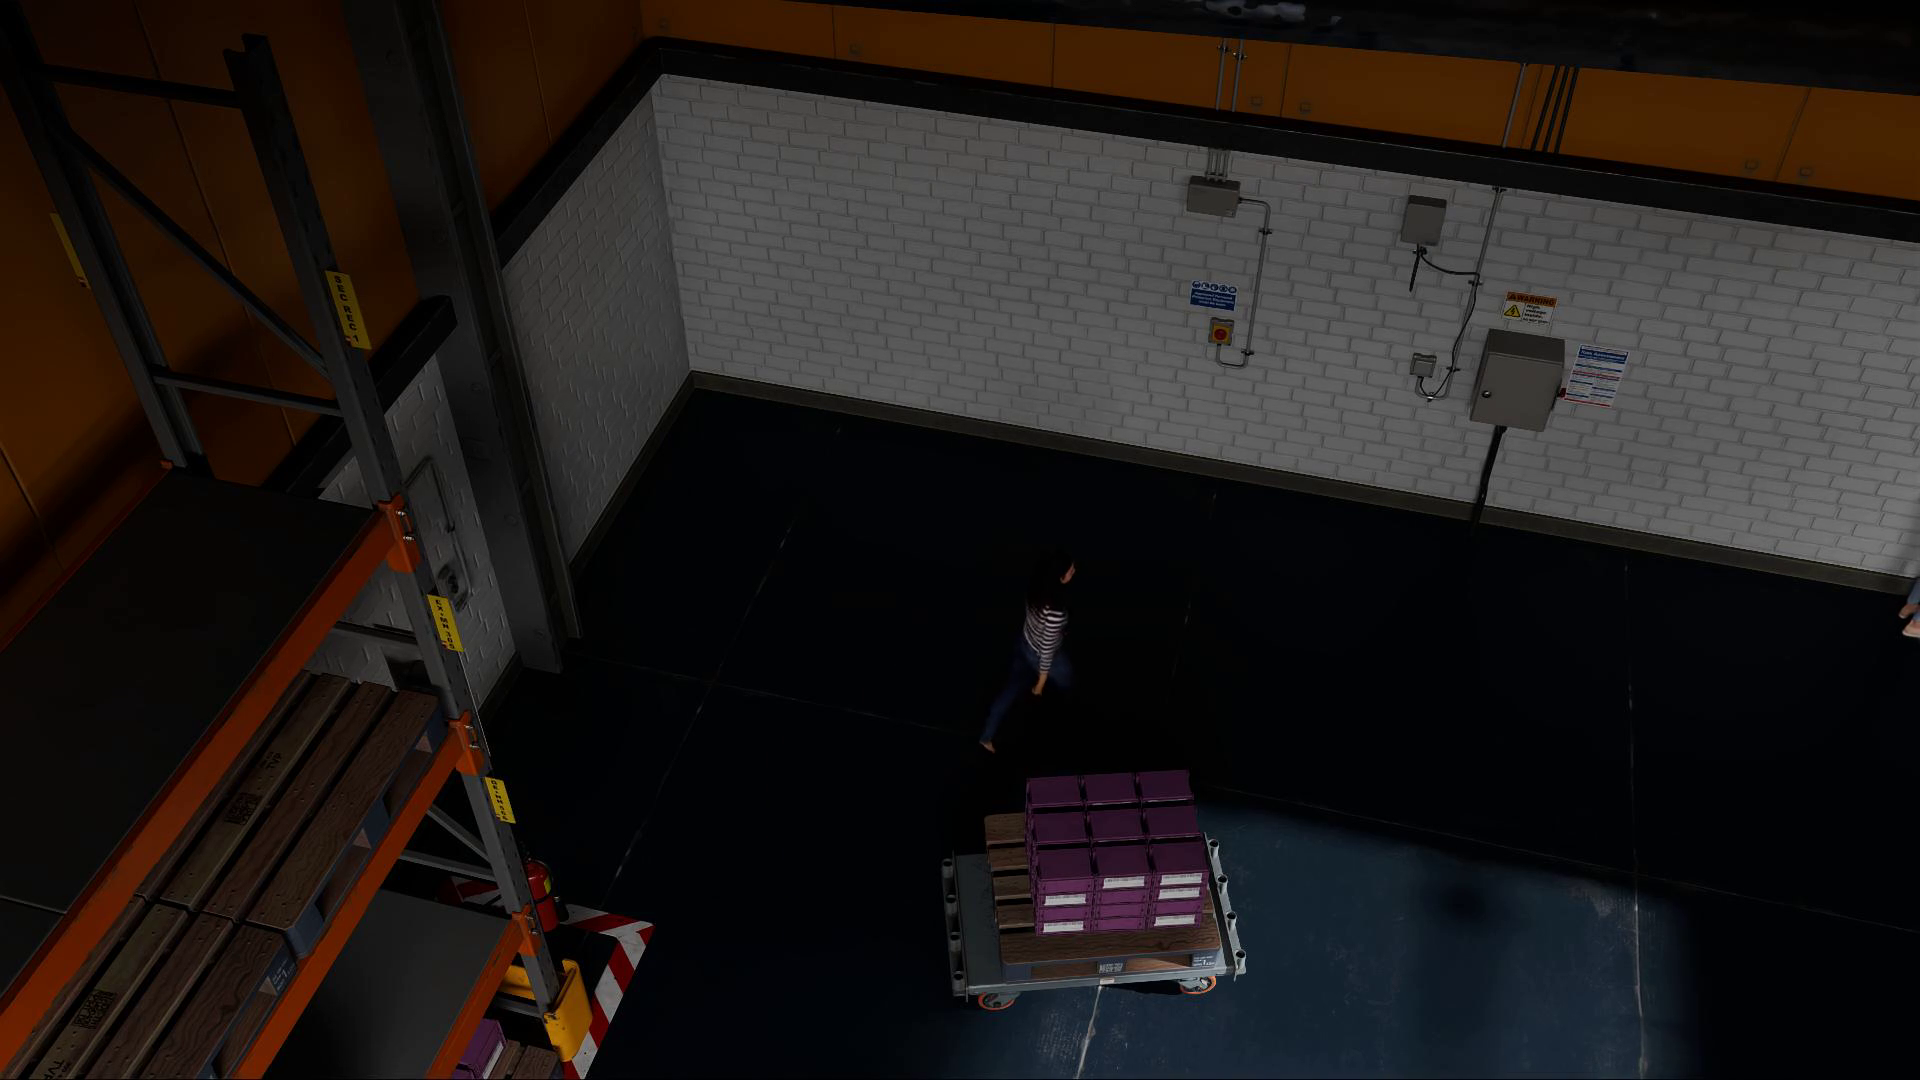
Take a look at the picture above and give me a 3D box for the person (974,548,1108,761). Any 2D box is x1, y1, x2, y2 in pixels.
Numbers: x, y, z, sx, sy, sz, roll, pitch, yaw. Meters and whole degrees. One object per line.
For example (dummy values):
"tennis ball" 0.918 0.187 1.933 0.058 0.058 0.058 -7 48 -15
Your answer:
"person" 0.395 0.758 10.220 1.116 1.729 1.129 -17 46 -17
